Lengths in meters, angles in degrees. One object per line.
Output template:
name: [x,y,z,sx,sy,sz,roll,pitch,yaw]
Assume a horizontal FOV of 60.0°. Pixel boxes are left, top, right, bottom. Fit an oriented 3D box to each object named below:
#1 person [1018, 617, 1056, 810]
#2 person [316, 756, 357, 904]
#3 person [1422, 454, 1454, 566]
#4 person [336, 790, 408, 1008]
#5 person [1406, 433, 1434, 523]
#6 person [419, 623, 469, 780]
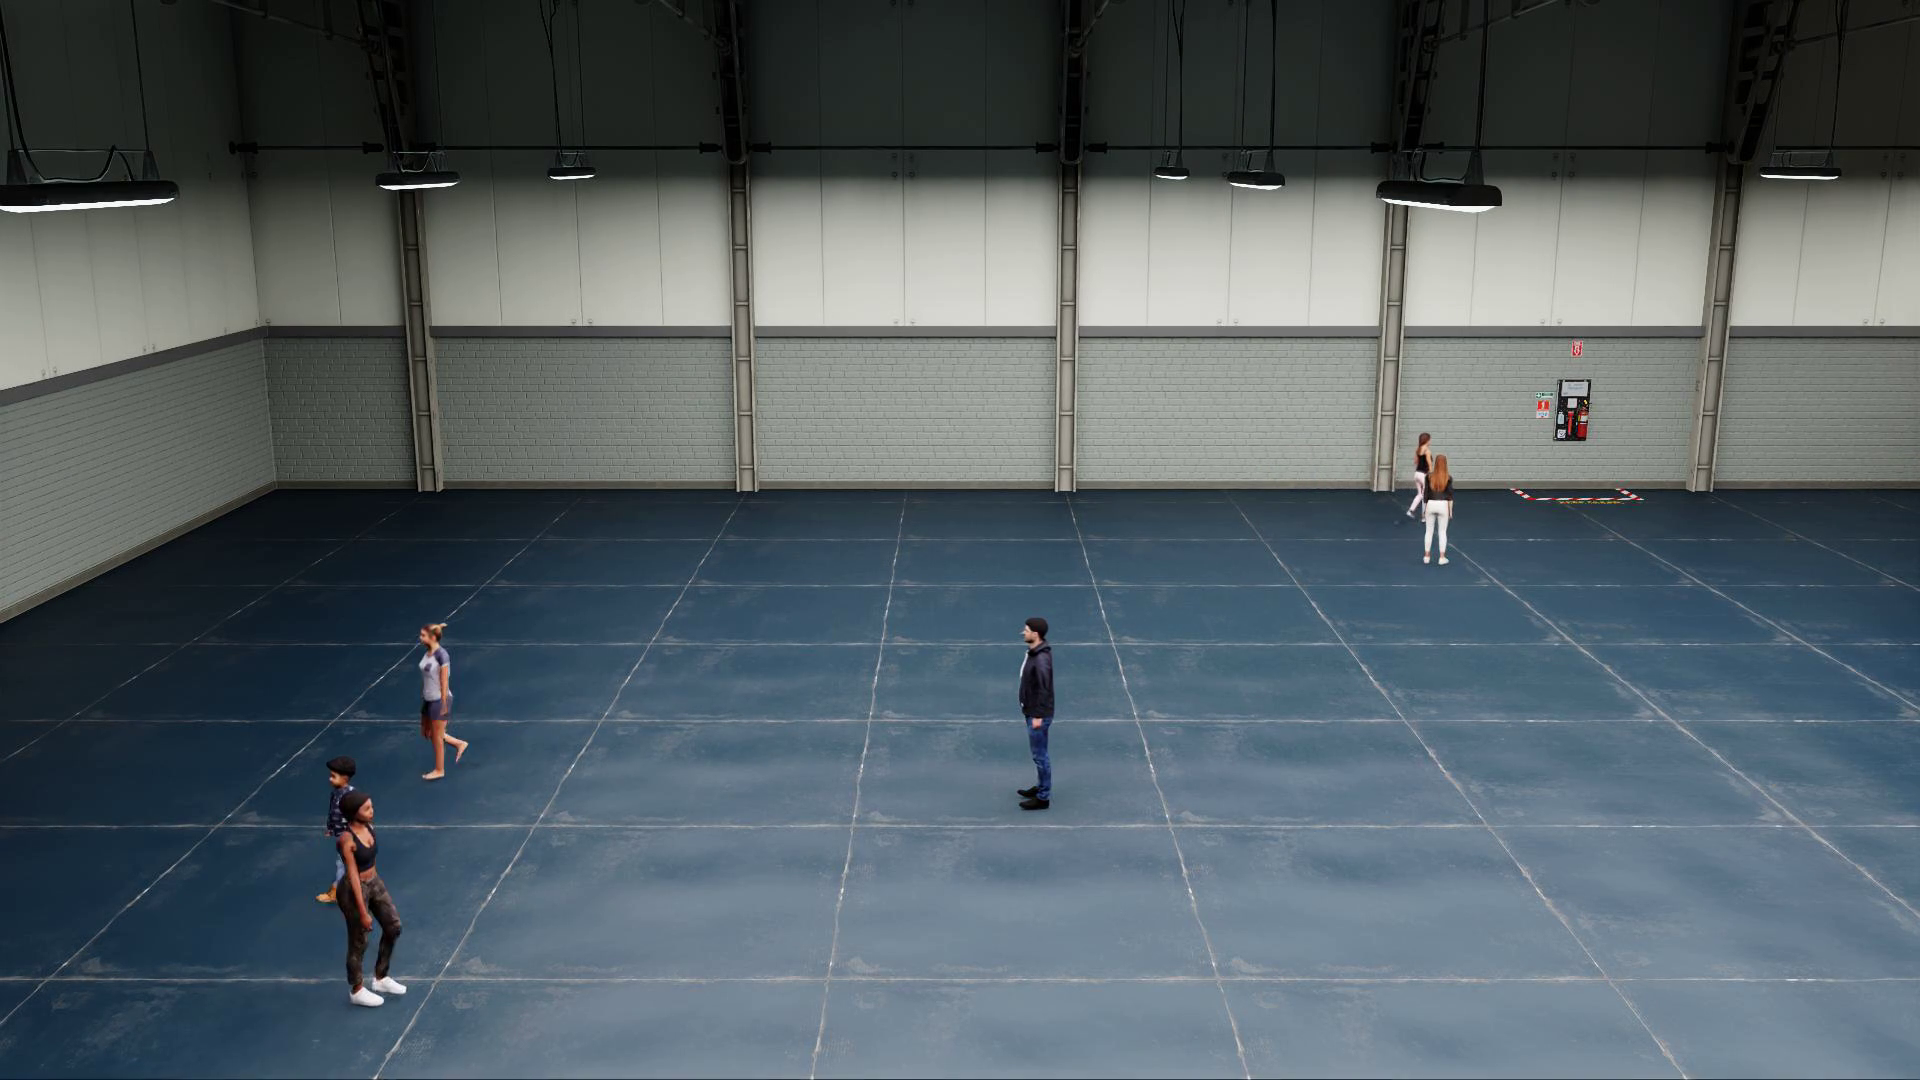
person: [0.766,1.649,16.033,0.544,1.894,0.658,0,13,0]
person: [-5.157,2.431,14.121,0.811,1.233,0.738,-12,17,-41]
person: [7.360,-0.480,25.651,0.606,1.703,0.739,6,14,24]
person: [-4.482,2.636,12.226,0.685,1.689,0.639,3,13,13]
person: [7.905,-1.063,28.499,0.812,1.554,0.696,-6,14,-24]
person: [-5.220,1.613,16.823,0.887,1.609,0.807,-11,17,-38]
